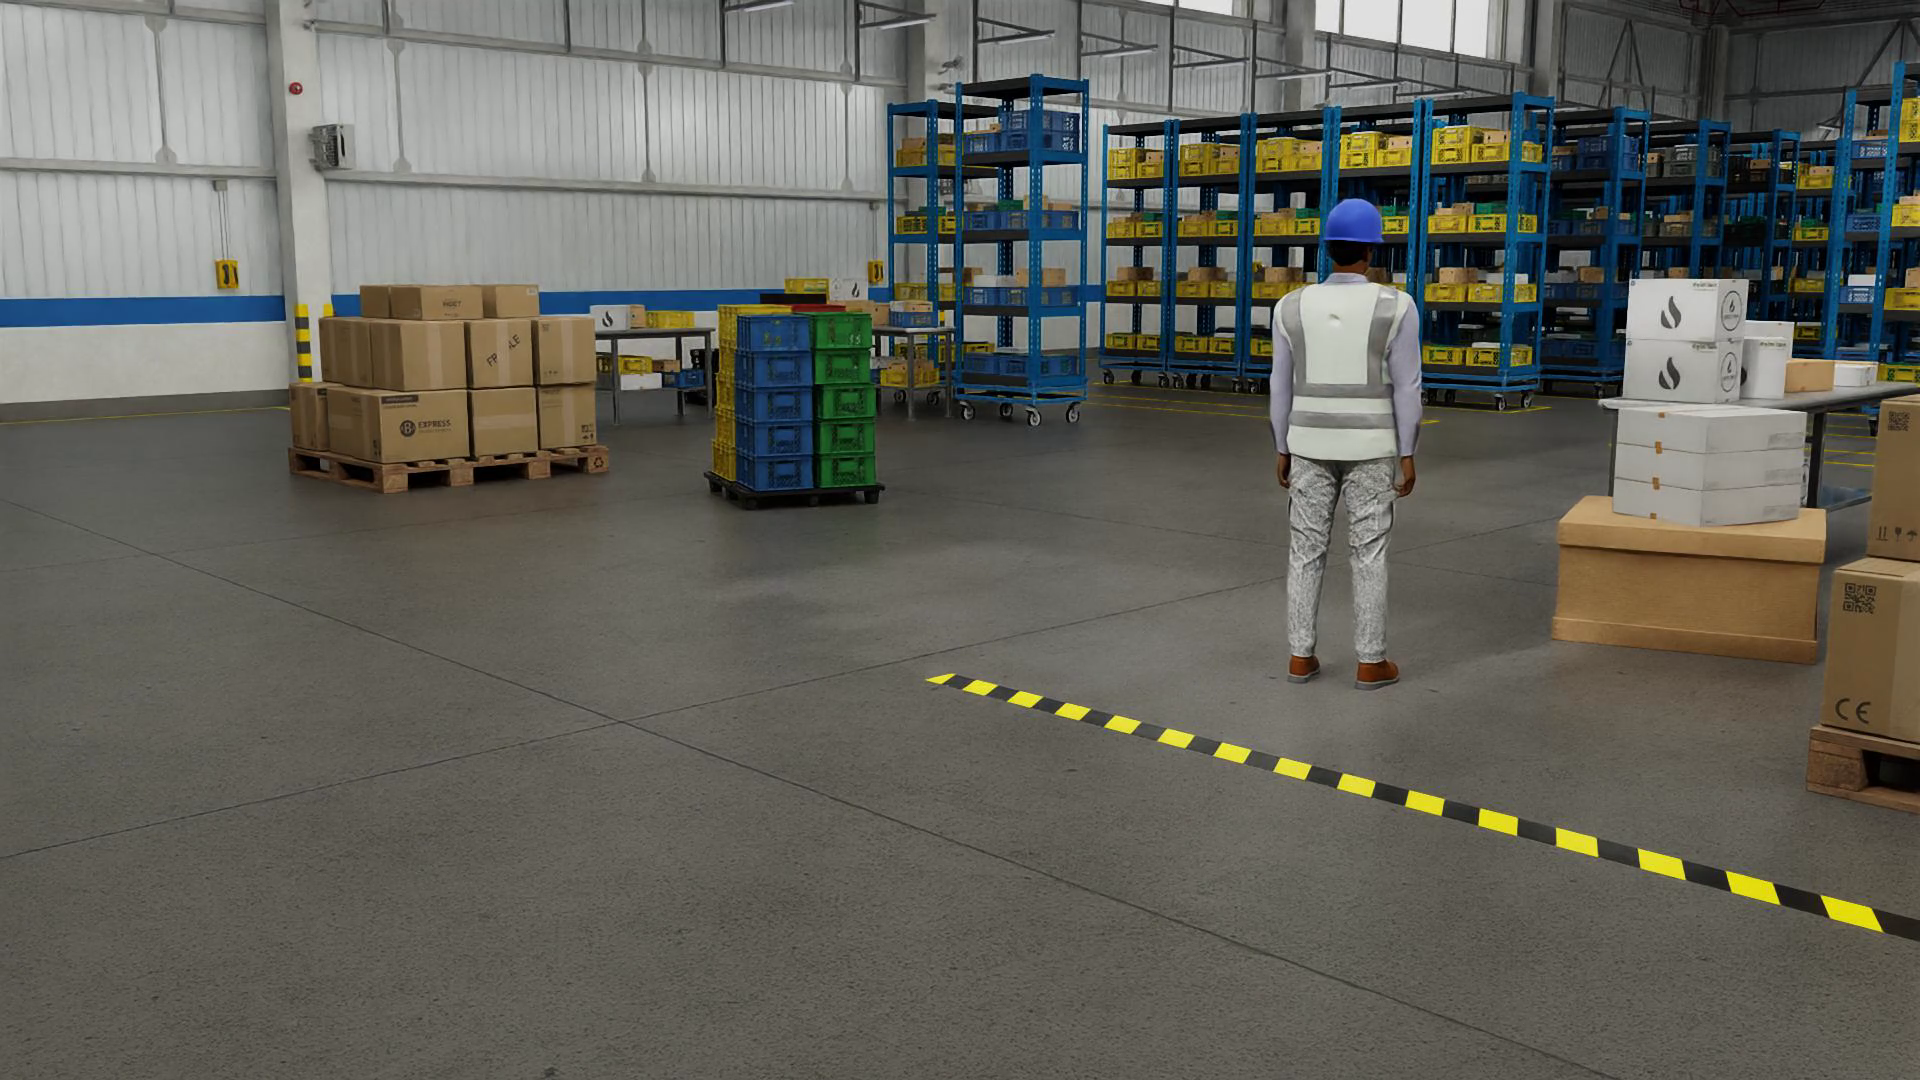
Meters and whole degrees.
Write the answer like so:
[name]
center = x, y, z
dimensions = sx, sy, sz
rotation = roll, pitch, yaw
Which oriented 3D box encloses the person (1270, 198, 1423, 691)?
[person]
center = 1.532, -0.370, 6.634
dimensions = 0.605, 1.948, 0.390
rotation = 5, 11, 27
